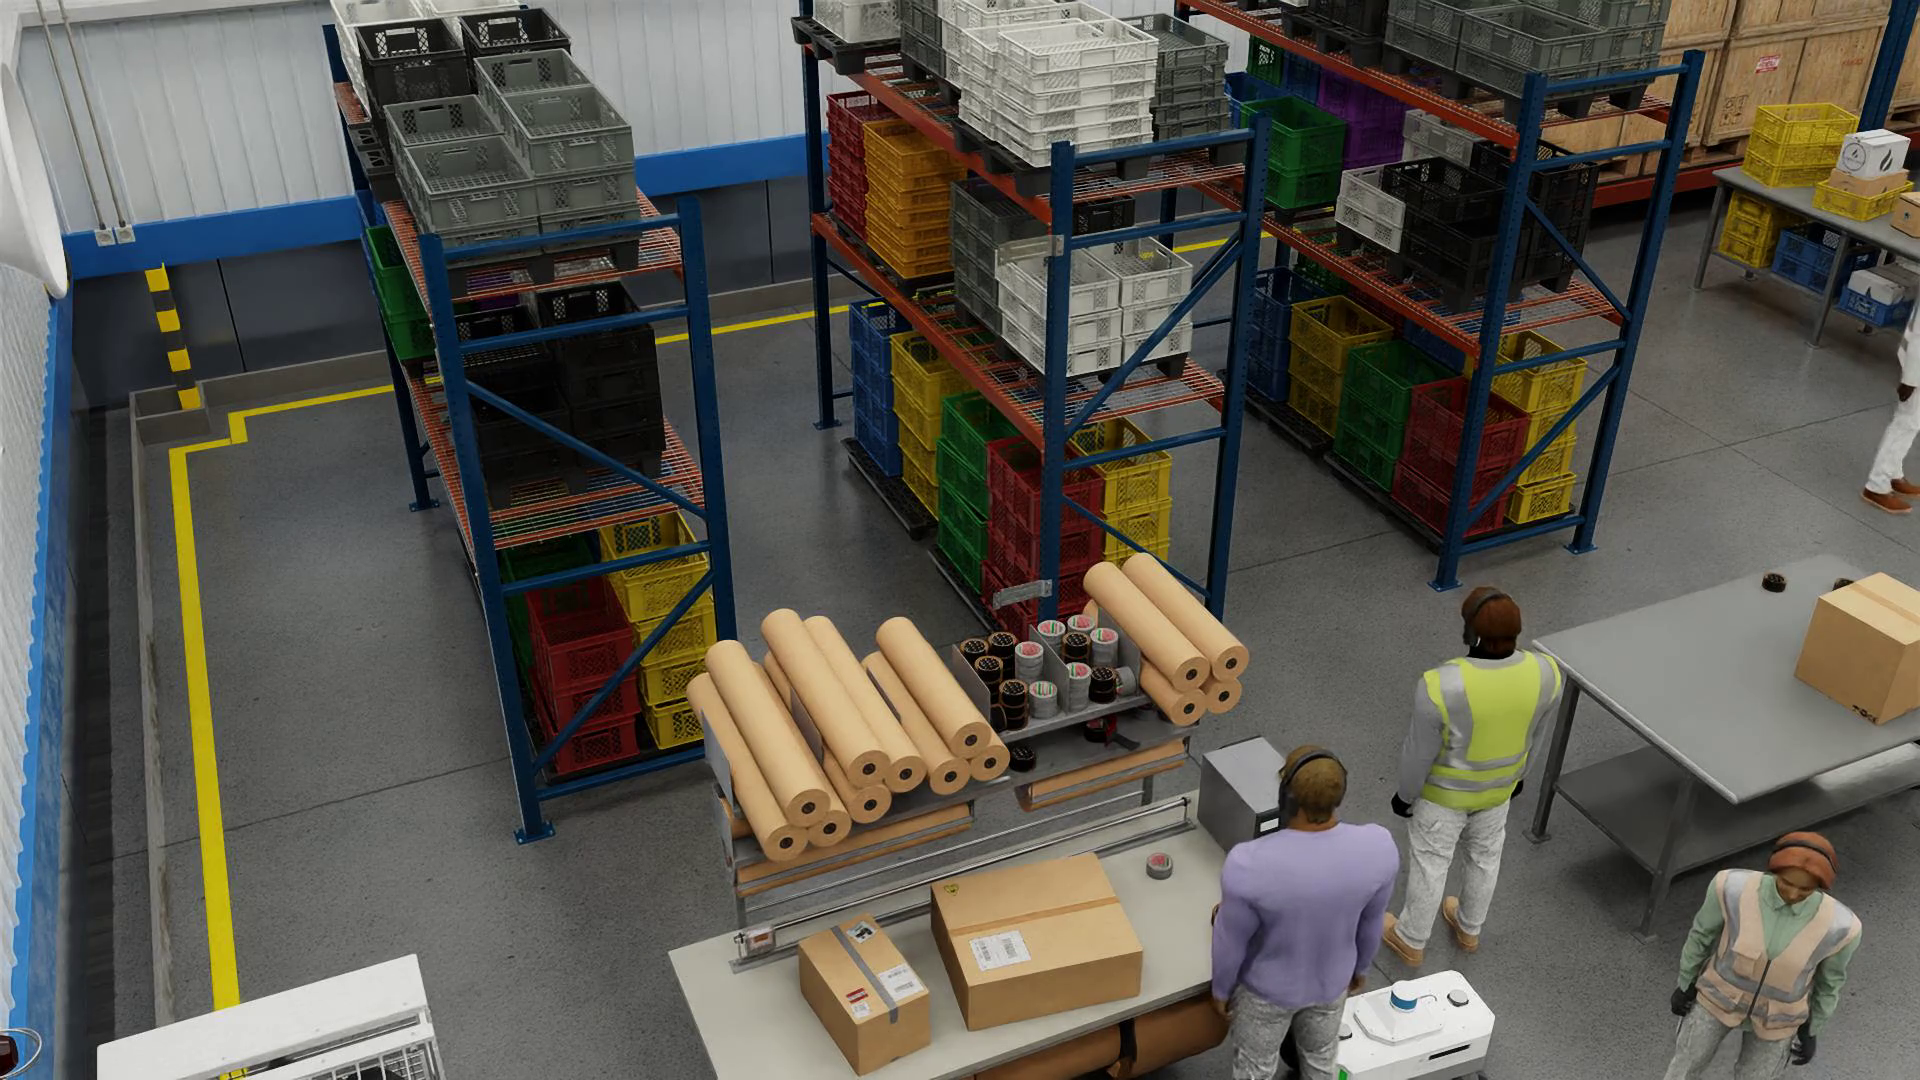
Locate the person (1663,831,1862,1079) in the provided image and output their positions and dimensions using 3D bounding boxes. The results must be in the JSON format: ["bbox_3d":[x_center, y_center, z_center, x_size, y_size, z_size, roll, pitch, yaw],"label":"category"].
[{"bbox_3d":[2.807,1.672,5.934,0.510,1.639,0.308,15,35,23],"label":"person"}]

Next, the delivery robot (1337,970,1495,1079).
[{"bbox_3d":[1.702,1.921,6.470,0.707,0.478,0.477,-10,33,-16],"label":"delivery robot"}]

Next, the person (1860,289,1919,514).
[{"bbox_3d":[5.932,-1.070,10.163,0.583,1.882,0.379,-27,41,-36],"label":"person"}]

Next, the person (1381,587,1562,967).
[{"bbox_3d":[2.065,0.986,6.857,0.627,1.843,0.429,-8,33,-13],"label":"person"}]

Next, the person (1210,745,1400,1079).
[{"bbox_3d":[1.175,1.539,5.879,0.629,1.930,0.375,-6,32,-9],"label":"person"}]
